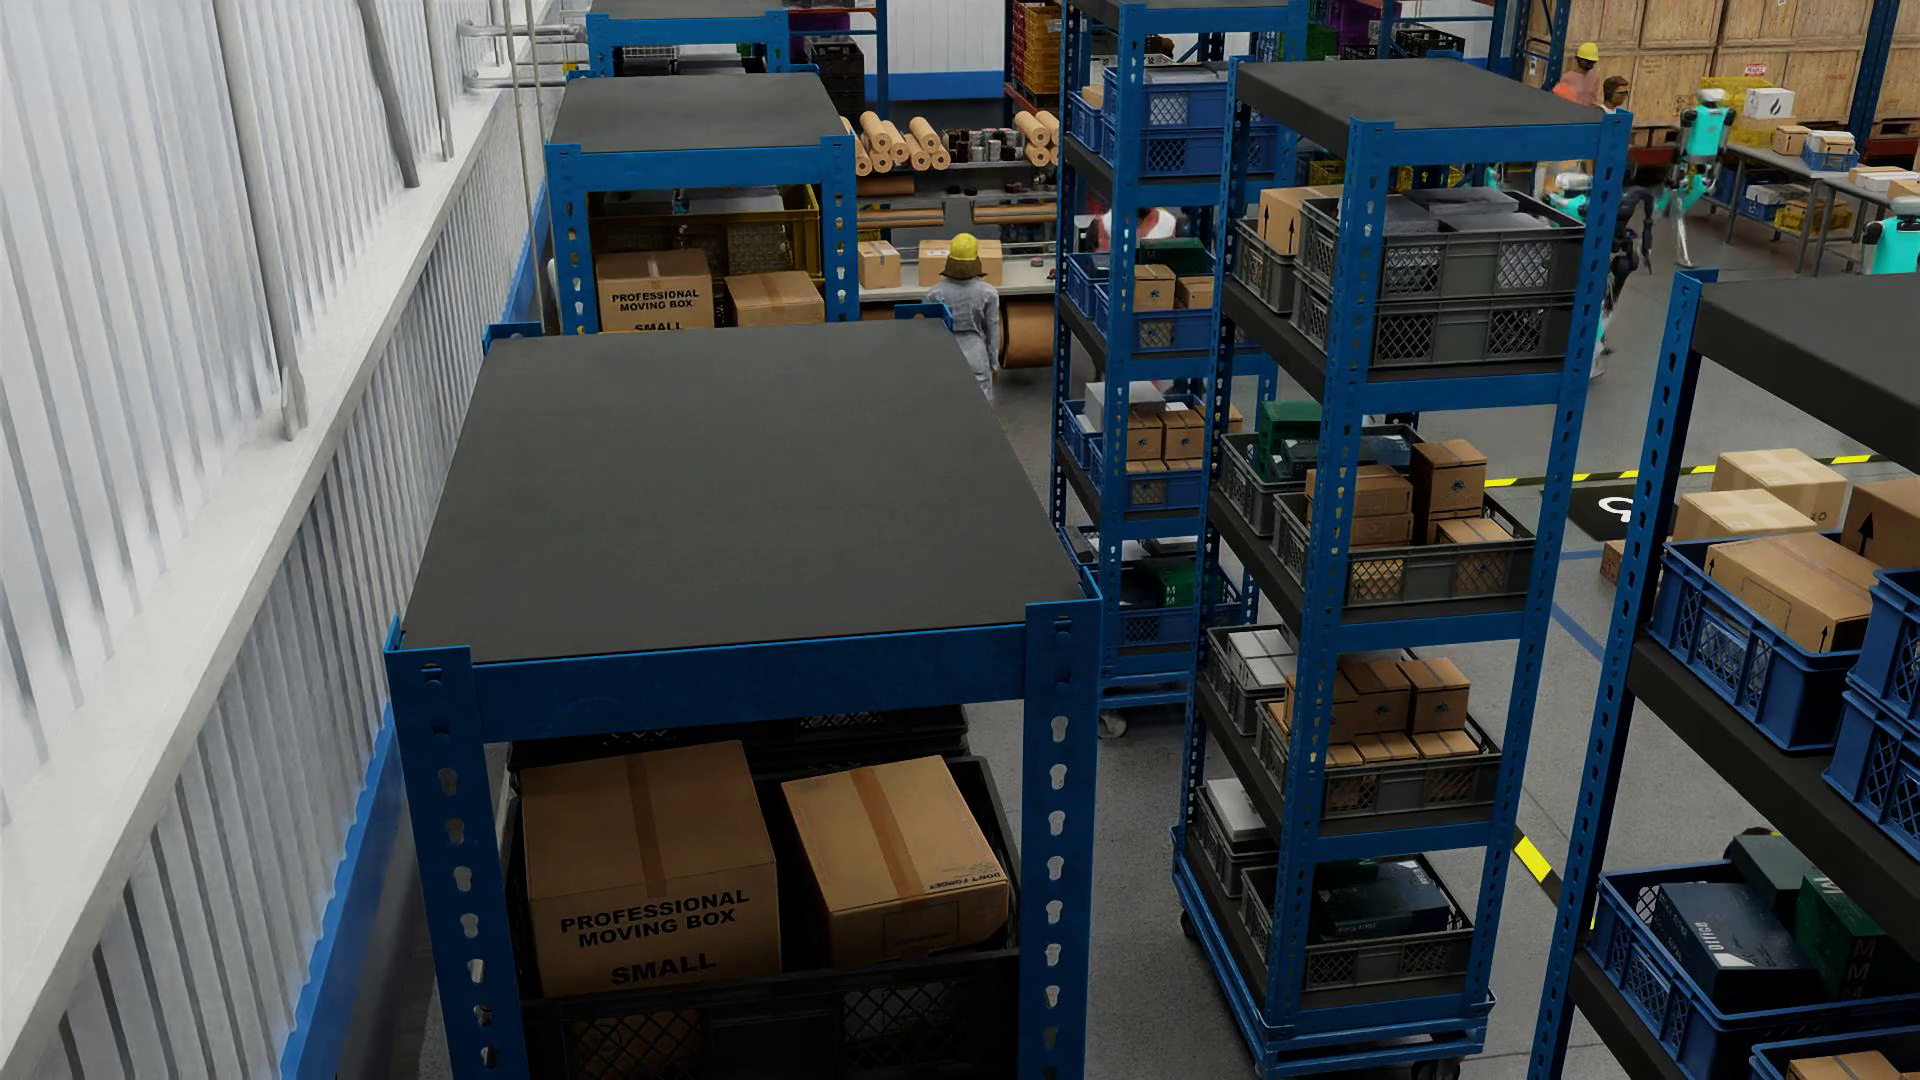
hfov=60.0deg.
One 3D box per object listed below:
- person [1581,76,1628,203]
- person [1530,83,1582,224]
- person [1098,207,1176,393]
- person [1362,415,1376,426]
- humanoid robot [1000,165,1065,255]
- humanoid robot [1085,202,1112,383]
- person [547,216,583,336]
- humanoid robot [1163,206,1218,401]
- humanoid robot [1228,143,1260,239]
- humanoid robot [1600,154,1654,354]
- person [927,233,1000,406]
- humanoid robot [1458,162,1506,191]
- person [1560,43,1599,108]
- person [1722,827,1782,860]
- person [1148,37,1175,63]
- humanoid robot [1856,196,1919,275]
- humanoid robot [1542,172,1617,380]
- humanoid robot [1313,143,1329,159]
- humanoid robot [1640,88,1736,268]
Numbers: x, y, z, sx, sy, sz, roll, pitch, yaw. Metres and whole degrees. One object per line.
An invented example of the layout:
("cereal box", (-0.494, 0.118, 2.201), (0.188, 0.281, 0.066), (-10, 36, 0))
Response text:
("person", (6.246, -3.612, 16.282), (0.334, 1.837, 0.506), (21, 32, 38))
("person", (5.506, -3.209, 15.307), (0.551, 1.913, 0.754), (-14, 28, -28))
("person", (1.297, -1.840, 12.381), (0.582, 1.871, 0.949), (0, 25, -1))
("person", (1.796, 0.189, 7.994), (0.588, 1.853, 0.393), (1, 25, 2))
("humanoid robot", (0.617, -2.683, 14.440), (0.589, 1.647, 0.455), (-4, 25, -9))
("humanoid robot", (1.190, -1.903, 12.732), (0.603, 1.650, 0.349), (11, 27, 23))
("person", (-2.481, -1.277, 11.186), (0.563, 1.844, 0.385), (12, 27, 24))
("humanoid robot", (1.743, -1.896, 12.723), (0.610, 1.649, 0.307), (16, 29, 30))
("humanoid robot", (2.585, -2.742, 14.577), (0.549, 1.763, 1.030), (1, 25, 2))
("humanoid robot", (5.490, -2.426, 13.962), (0.598, 1.652, 0.761), (1, 25, 3))
("person", (0.027, -1.187, 11.114), (0.483, 1.743, 0.295), (1, 25, 2))
("humanoid robot", (5.232, -3.519, 16.290), (0.547, 1.866, 0.832), (-6, 25, -14))
("person", (6.921, -4.687, 18.707), (0.521, 1.760, 0.333), (-8, 26, -17))
("person", (2.171, 1.628, 4.844), (0.331, 1.871, 0.507), (20, 31, 37))
("person", (2.208, -4.676, 18.599), (0.430, 1.833, 0.620), (10, 26, 20))
("humanoid robot", (6.647, -1.546, 11.748), (0.533, 1.672, 0.735), (0, 25, 1))
("humanoid robot", (4.904, -1.987, 12.862), (0.968, 1.738, 0.545), (-10, 26, -20))
("humanoid robot", (4.196, -4.494, 18.423), (0.752, 1.868, 0.544), (14, 28, 28))
("humanoid robot", (7.085, -3.578, 16.394), (0.545, 1.830, 0.895), (-3, 25, -7))
